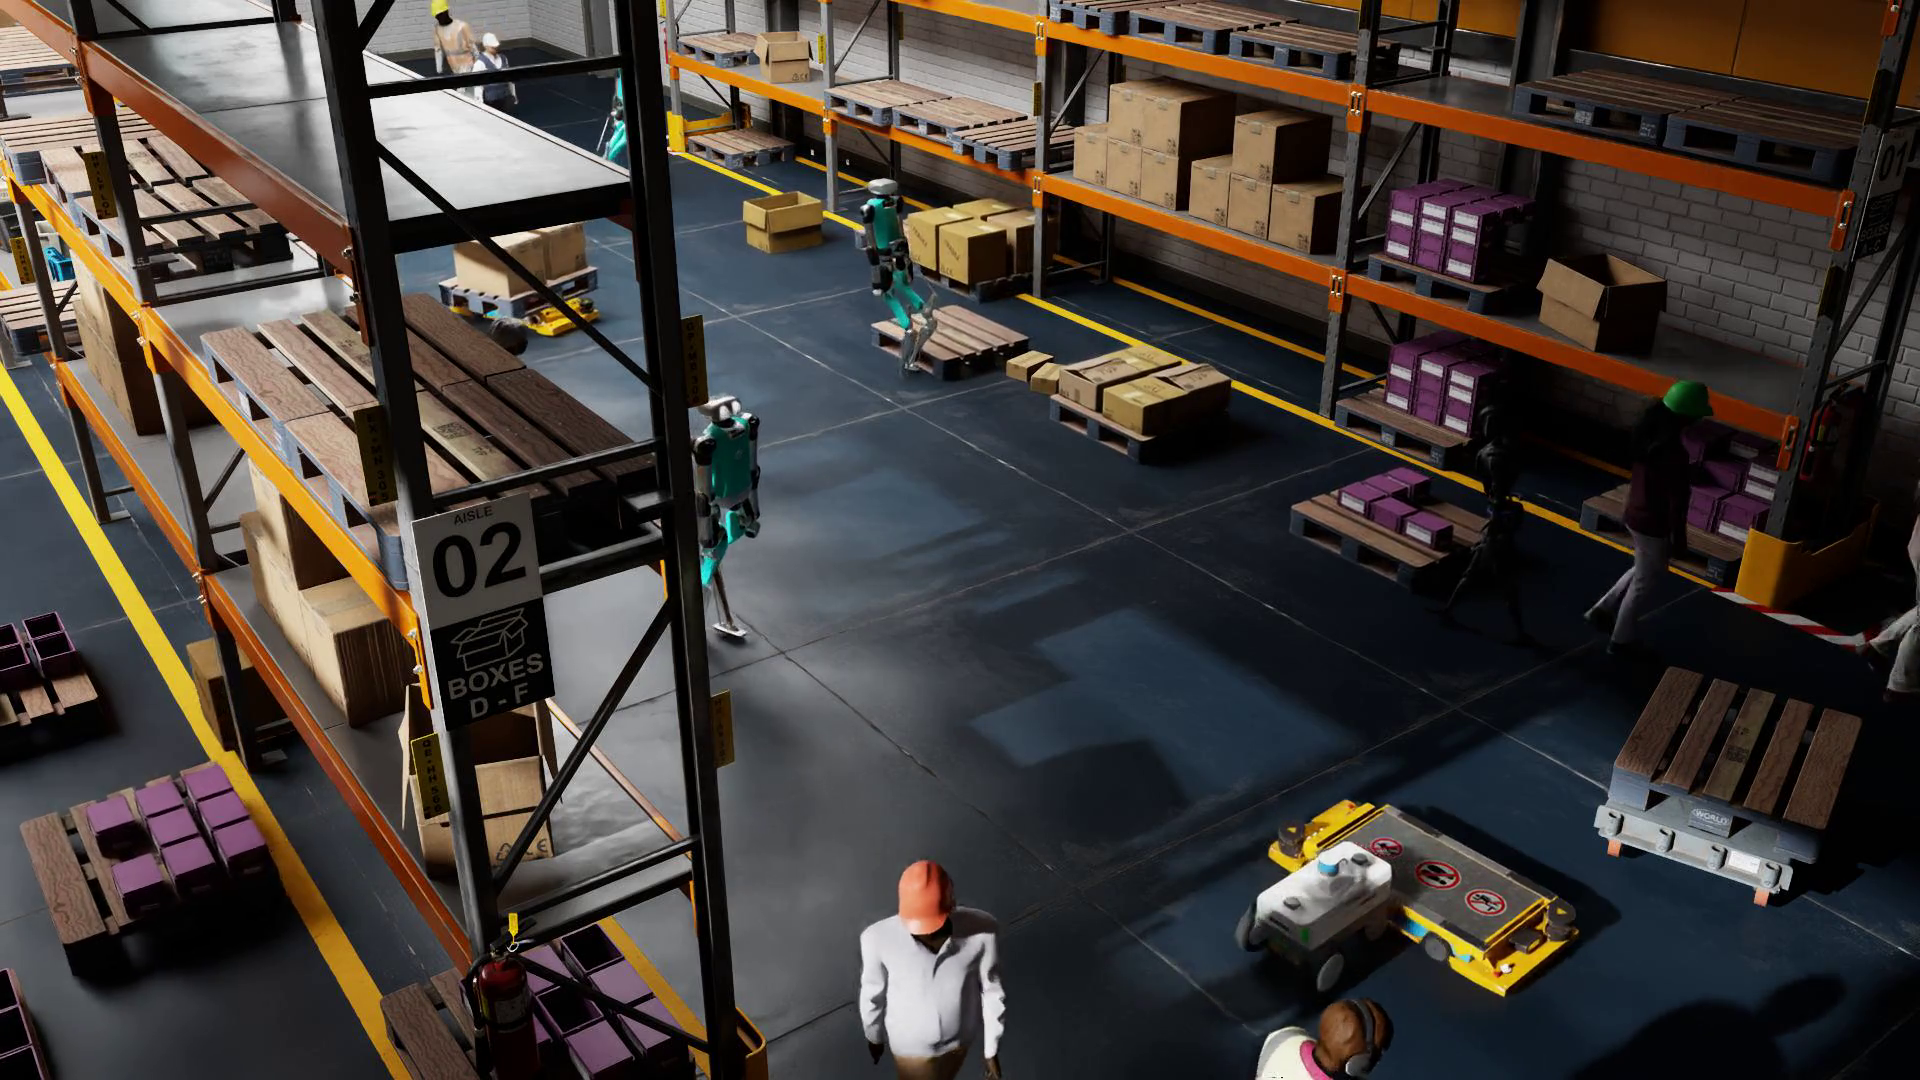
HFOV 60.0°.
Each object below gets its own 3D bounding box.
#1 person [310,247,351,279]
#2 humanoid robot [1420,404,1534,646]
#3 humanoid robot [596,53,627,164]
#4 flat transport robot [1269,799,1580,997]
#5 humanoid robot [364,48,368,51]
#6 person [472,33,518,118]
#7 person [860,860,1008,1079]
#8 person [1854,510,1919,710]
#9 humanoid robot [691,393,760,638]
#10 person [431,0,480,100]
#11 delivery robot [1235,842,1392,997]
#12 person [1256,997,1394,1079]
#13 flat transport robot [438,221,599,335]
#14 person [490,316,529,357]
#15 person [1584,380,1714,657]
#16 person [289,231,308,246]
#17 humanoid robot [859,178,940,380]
[{"bbox_3d":[-5.516,-2.076,14.488,0.595,1.723,0.566,12,29,23],"label":"person"},{"bbox_3d":[3.408,-0.095,10.650,0.755,1.621,0.614,9,28,16],"label":"humanoid robot"},{"bbox_3d":[-4.212,-5.014,20.372,0.547,1.829,0.799,22,34,36],"label":"humanoid robot"},{"bbox_3d":[2.347,1.760,8.487,0.659,0.231,1.431,-21,34,-36],"label":"flat transport robot"},{"bbox_3d":[-7.491,-5.510,21.381,0.414,1.635,0.593,-10,29,-20],"label":"humanoid robot"},{"bbox_3d":[-6.013,-5.739,21.775,0.844,1.722,0.786,20,33,35],"label":"person"},{"bbox_3d":[-0.085,1.966,6.476,0.549,1.696,0.884,-7,28,-14],"label":"person"},{"bbox_3d":[5.856,0.133,9.889,0.461,1.925,0.633,10,28,18],"label":"person"},{"bbox_3d":[-1.623,-0.081,10.642,0.732,1.908,0.552,17,32,31],"label":"humanoid robot"},{"bbox_3d":[-7.131,-6.713,23.569,0.598,1.852,0.916,12,29,23],"label":"person"},{"bbox_3d":[1.759,1.790,8.098,0.773,0.586,0.499,-21,33,-35],"label":"delivery robot"},{"bbox_3d":[1.122,2.309,5.687,0.561,1.815,0.633,-6,27,-12],"label":"person"},{"bbox_3d":[-4.374,-2.335,16.632,1.431,0.231,0.659,15,31,28],"label":"flat transport robot"},{"bbox_3d":[-3.062,-0.708,11.650,0.438,1.834,0.542,-11,29,-21],"label":"person"},{"bbox_3d":[4.323,-0.113,10.368,0.474,1.928,0.500,0,27,1],"label":"person"},{"bbox_3d":[-6.086,-2.532,15.515,0.277,1.628,0.503,4,27,8],"label":"person"},{"bbox_3d":[-0.480,-2.314,15.005,0.800,1.802,0.540,17,32,31],"label":"humanoid robot"}]
